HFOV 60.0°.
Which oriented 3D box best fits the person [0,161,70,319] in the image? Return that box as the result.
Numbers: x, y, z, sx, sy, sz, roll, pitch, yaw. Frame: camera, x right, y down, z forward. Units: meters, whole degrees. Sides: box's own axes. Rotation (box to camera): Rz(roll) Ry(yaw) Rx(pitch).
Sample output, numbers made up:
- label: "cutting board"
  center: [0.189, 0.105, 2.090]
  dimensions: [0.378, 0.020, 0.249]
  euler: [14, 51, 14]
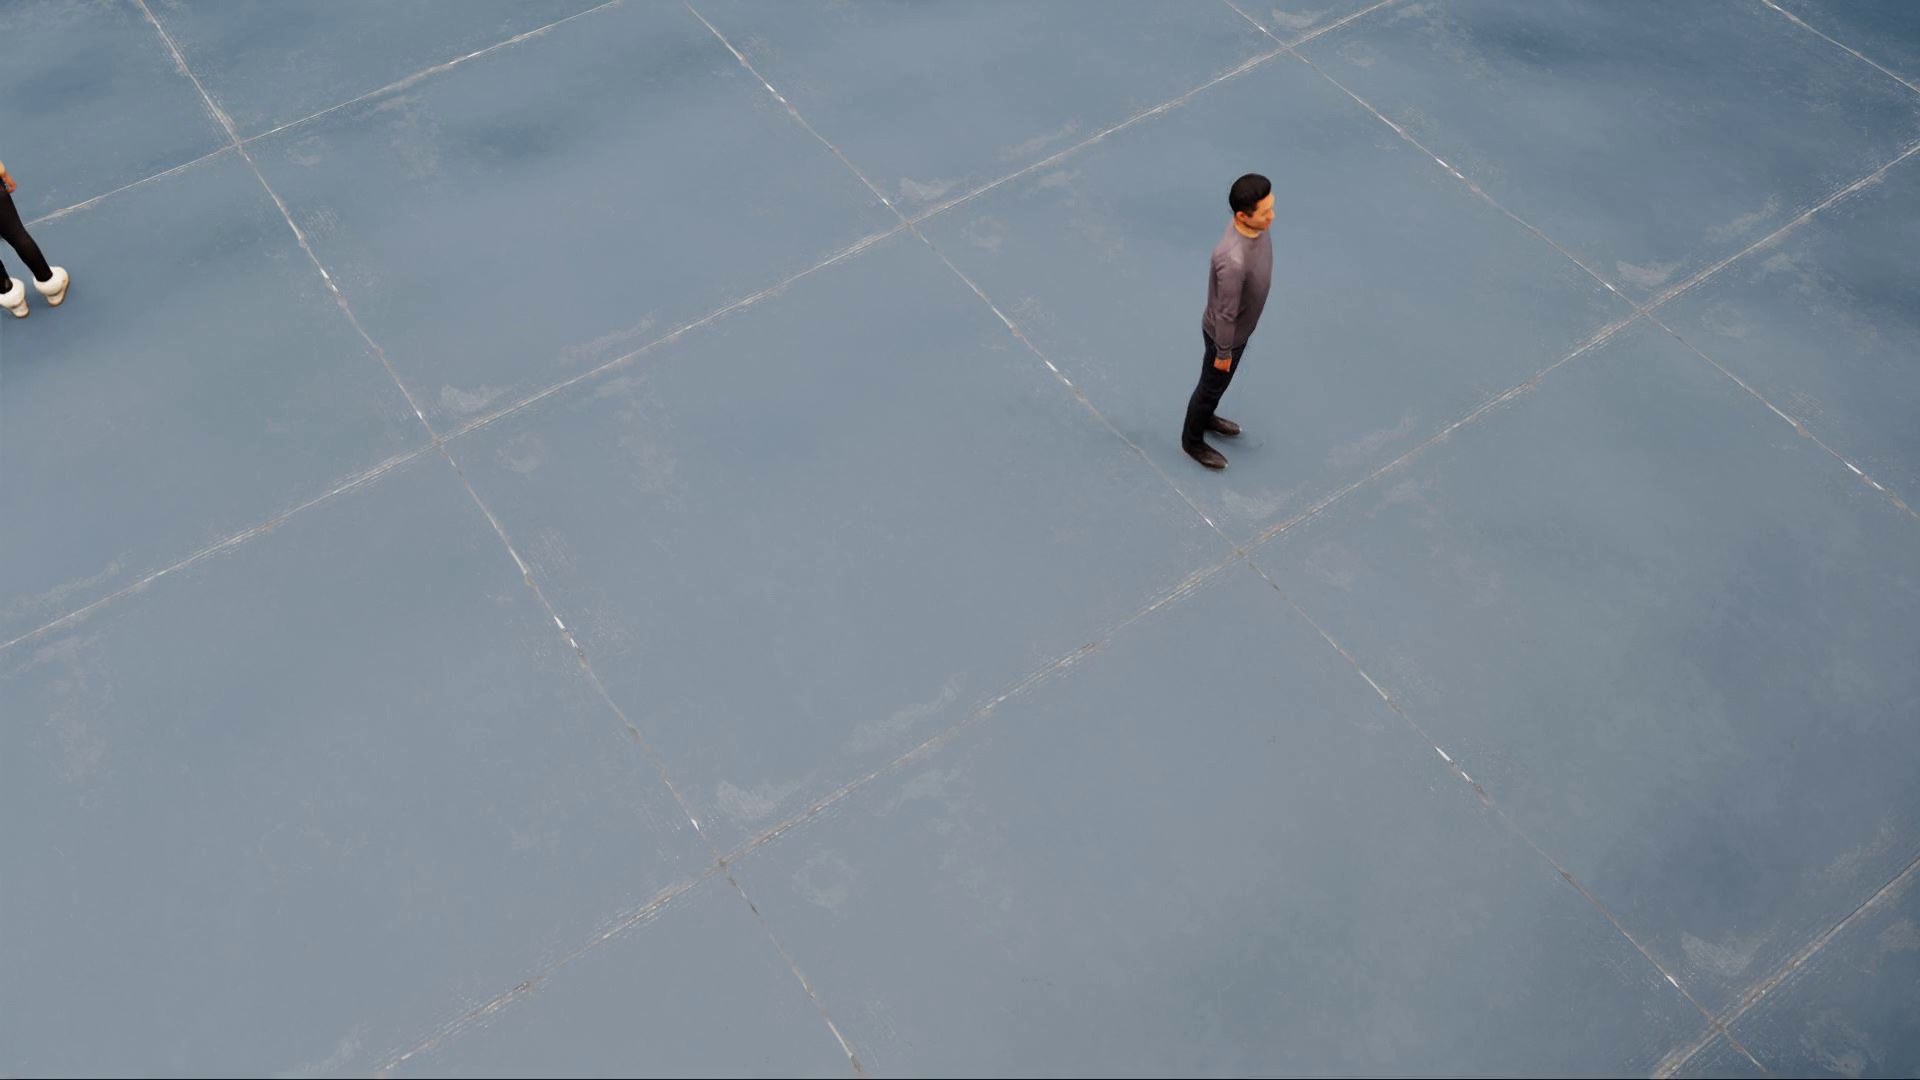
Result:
- label: "person"
  center: [-5.275, -1.880, 8.819]
  dimensions: [0.628, 1.659, 0.574]
  euler: [-22, 55, -16]

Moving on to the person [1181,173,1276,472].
- label: "person"
  center: [1.315, -1.077, 8.129]
  dimensions: [0.711, 1.767, 0.719]
  euler: [27, 57, 19]
